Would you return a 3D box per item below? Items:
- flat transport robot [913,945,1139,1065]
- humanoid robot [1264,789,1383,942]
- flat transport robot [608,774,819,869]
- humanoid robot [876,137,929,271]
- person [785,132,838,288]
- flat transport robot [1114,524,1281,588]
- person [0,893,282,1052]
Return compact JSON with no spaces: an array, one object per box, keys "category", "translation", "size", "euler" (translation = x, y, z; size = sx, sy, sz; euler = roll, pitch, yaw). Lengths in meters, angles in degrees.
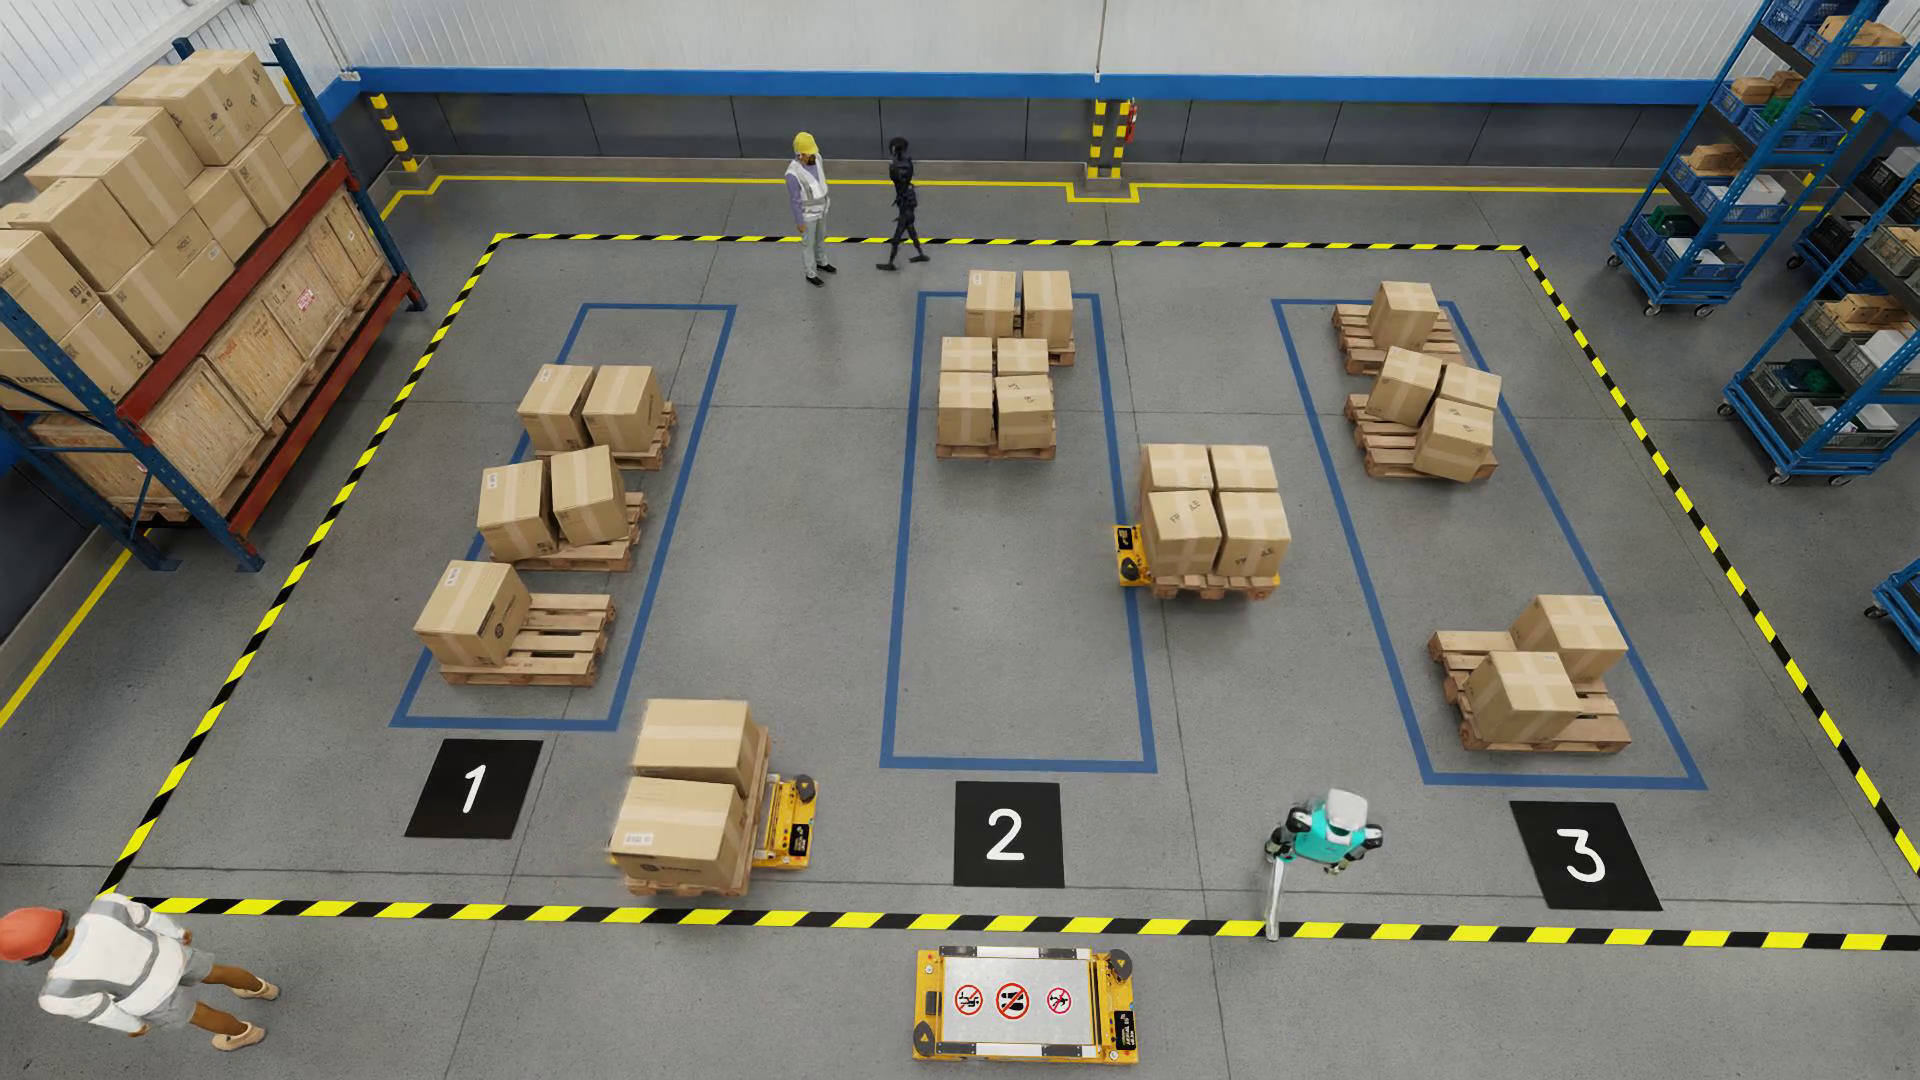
[{"category":"flat transport robot","translation":[0.422,3.041,6.007],"size":[1.431,0.231,0.659],"euler":[1,51,1]},{"category":"humanoid robot","translation":[2.264,1.902,5.998],"size":[0.539,1.740,1.034],"euler":[11,52,9]},{"category":"flat transport robot","translation":[-1.808,2.066,6.784],"size":[1.431,0.197,0.652],"euler":[1,51,1]},{"category":"humanoid robot","translation":[-0.717,-3.961,10.815],"size":[0.690,1.633,0.585],"euler":[-7,51,-6]},{"category":"person","translation":[-1.700,-3.816,10.592],"size":[0.403,1.828,0.604],"euler":[22,54,17]},{"category":"flat transport robot","translation":[2.161,0.114,8.375],"size":[1.431,0.197,0.652],"euler":[1,51,1]},{"category":"person","translation":[-4.684,2.521,5.285],"size":[0.366,2.048,0.606],"euler":[-2,51,-2]}]
